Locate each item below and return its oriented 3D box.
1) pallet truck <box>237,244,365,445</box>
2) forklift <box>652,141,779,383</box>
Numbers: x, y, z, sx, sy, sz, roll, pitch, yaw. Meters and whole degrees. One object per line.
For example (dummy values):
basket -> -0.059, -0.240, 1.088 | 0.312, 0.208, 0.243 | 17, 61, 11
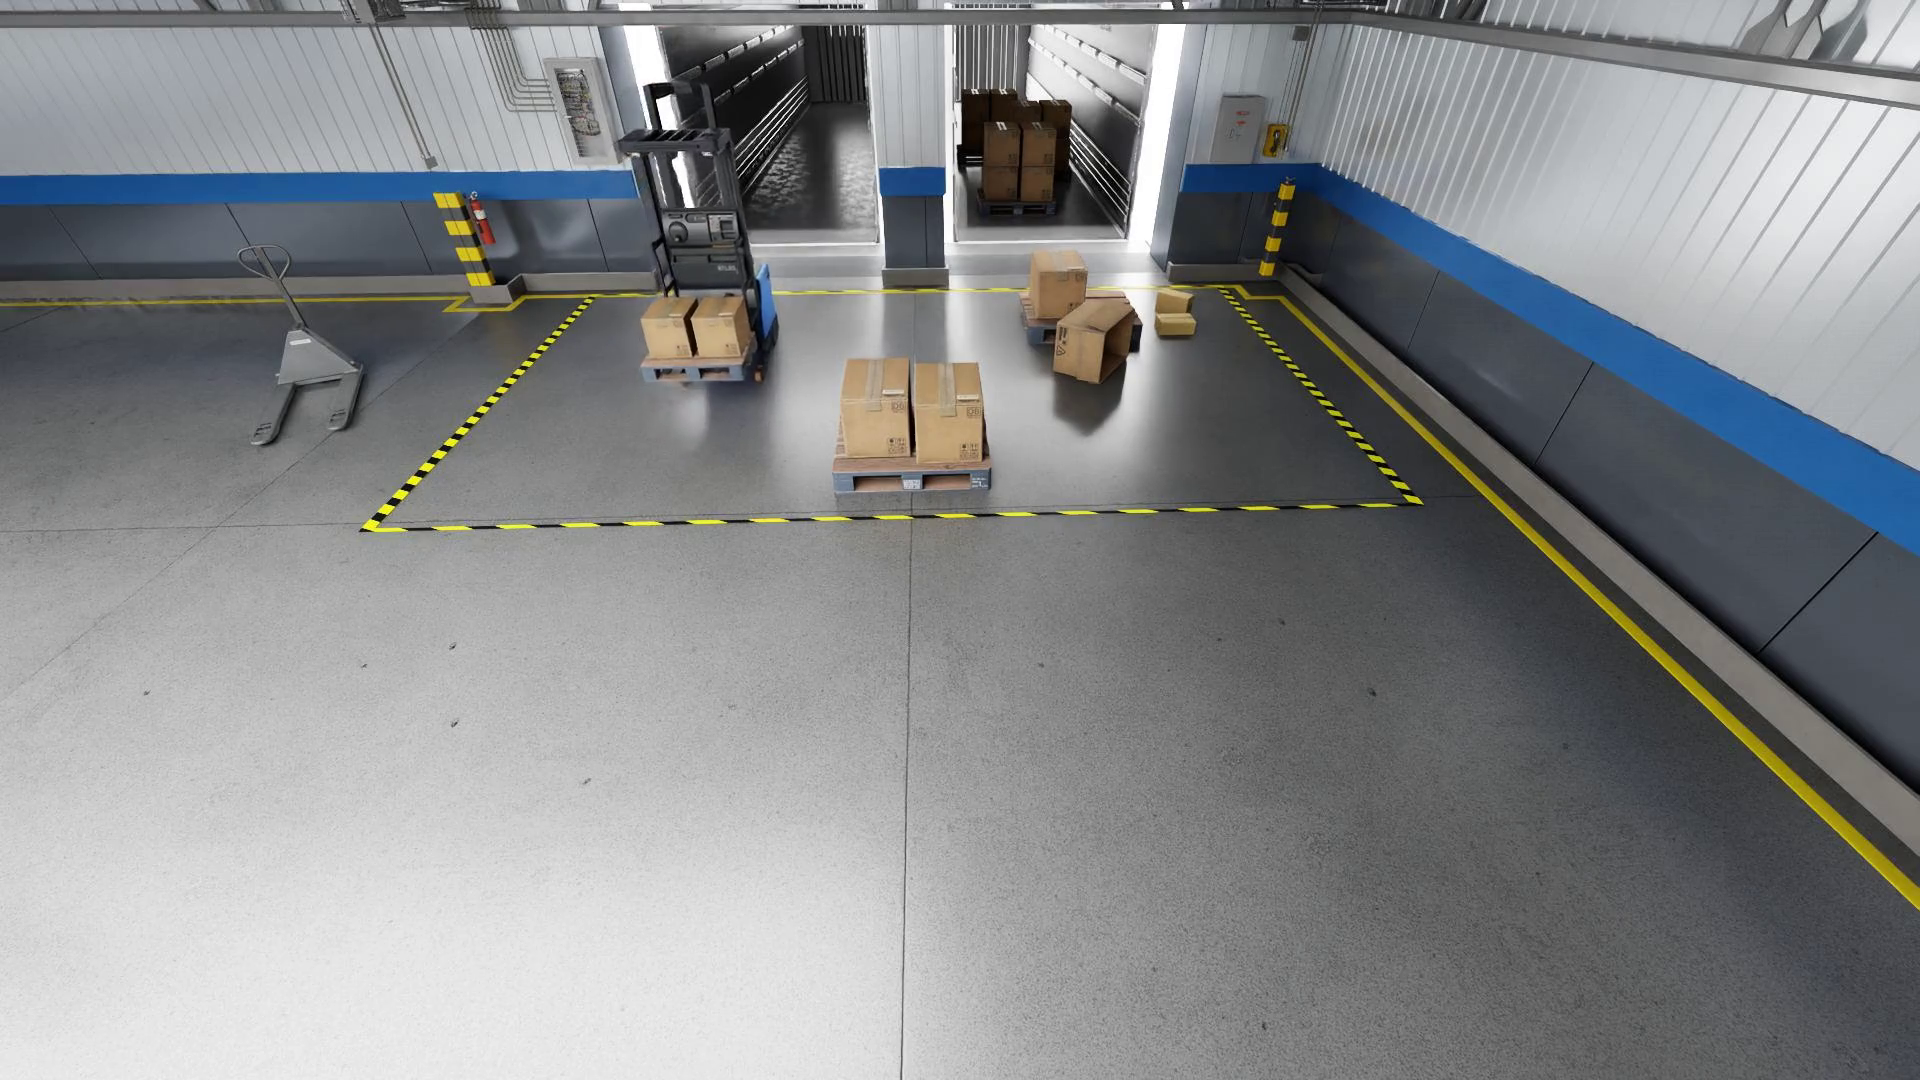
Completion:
pallet truck -> -5.915, -1.733, 6.366 | 0.680, 1.201, 1.601 | -18, 42, -21
forklift -> -2.315, -2.801, 7.067 | 0.716, 2.013, 0.776 | -2, 39, -2
